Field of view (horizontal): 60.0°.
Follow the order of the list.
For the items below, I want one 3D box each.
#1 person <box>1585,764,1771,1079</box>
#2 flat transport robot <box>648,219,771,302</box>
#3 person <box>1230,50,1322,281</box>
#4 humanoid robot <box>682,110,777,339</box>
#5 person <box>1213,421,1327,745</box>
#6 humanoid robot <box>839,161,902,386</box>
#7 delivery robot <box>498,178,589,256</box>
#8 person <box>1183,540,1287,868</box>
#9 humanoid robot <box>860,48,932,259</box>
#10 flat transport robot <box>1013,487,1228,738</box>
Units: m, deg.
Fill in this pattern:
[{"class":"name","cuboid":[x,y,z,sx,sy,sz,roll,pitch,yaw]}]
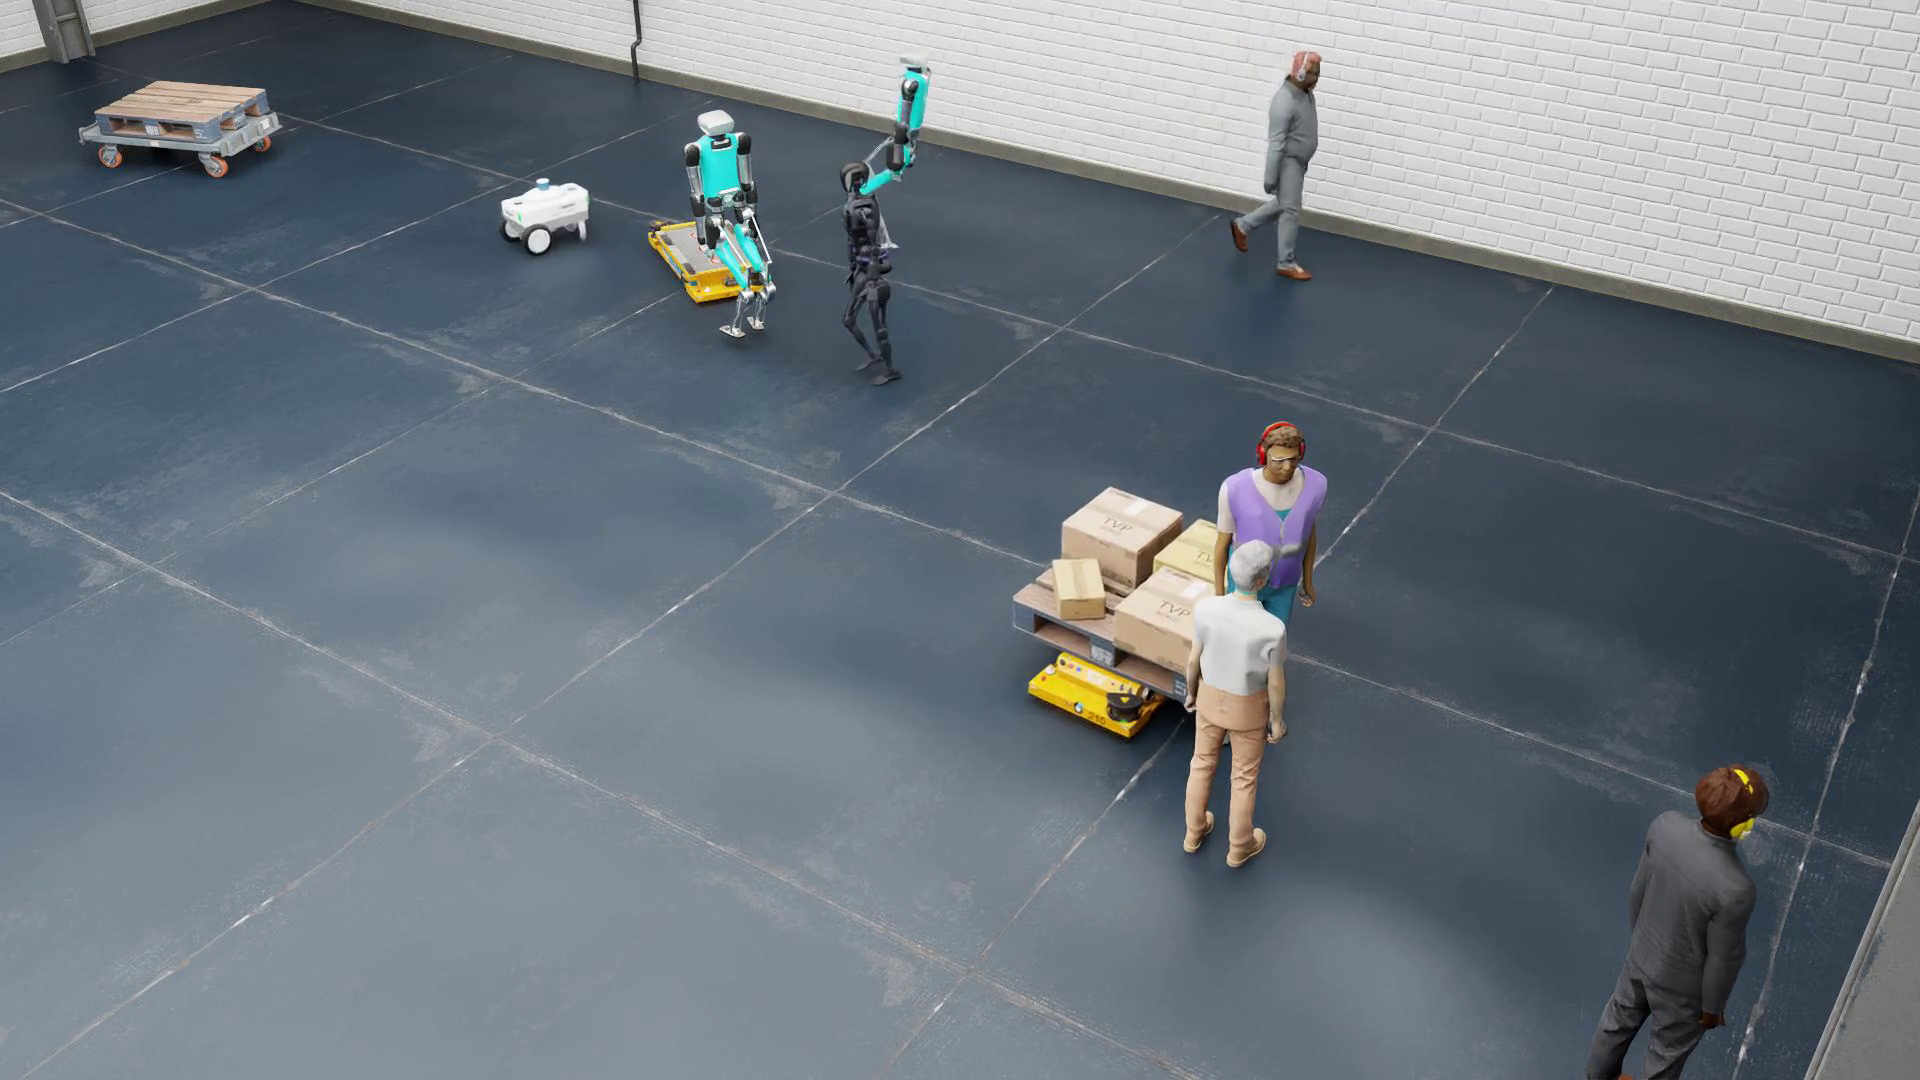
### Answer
[{"class":"person","cuboid":[2.708,1.600,6.284,0.356,1.875,0.493,-12,35,-18]},{"class":"flat transport robot","cuboid":[-2.112,-2.384,13.966,0.659,0.231,1.431,-14,35,-20]},{"class":"person","cuboid":[2.608,-3.067,13.535,0.724,1.879,0.651,13,35,19]},{"class":"humanoid robot","cuboid":[-1.634,-2.277,12.315,0.533,1.681,0.735,-20,38,-28]},{"class":"person","cuboid":[1.543,0.206,8.476,0.562,1.847,0.390,-8,34,-12]},{"class":"humanoid robot","cuboid":[-0.638,-1.904,11.917,0.385,1.644,0.617,-11,34,-17]},{"class":"delivery robot","cuboid":[-3.583,-2.821,14.370,0.754,0.583,0.516,-25,40,-34]},{"class":"person","cuboid":[1.267,0.765,7.700,0.490,1.743,0.302,18,37,25]},{"class":"humanoid robot","cuboid":[-0.632,-3.241,13.936,0.796,1.748,0.564,7,33,11]},{"class":"flat transport robot","cuboid":[1.059,0.570,9.369,0.659,0.231,1.431,22,39,30]}]
